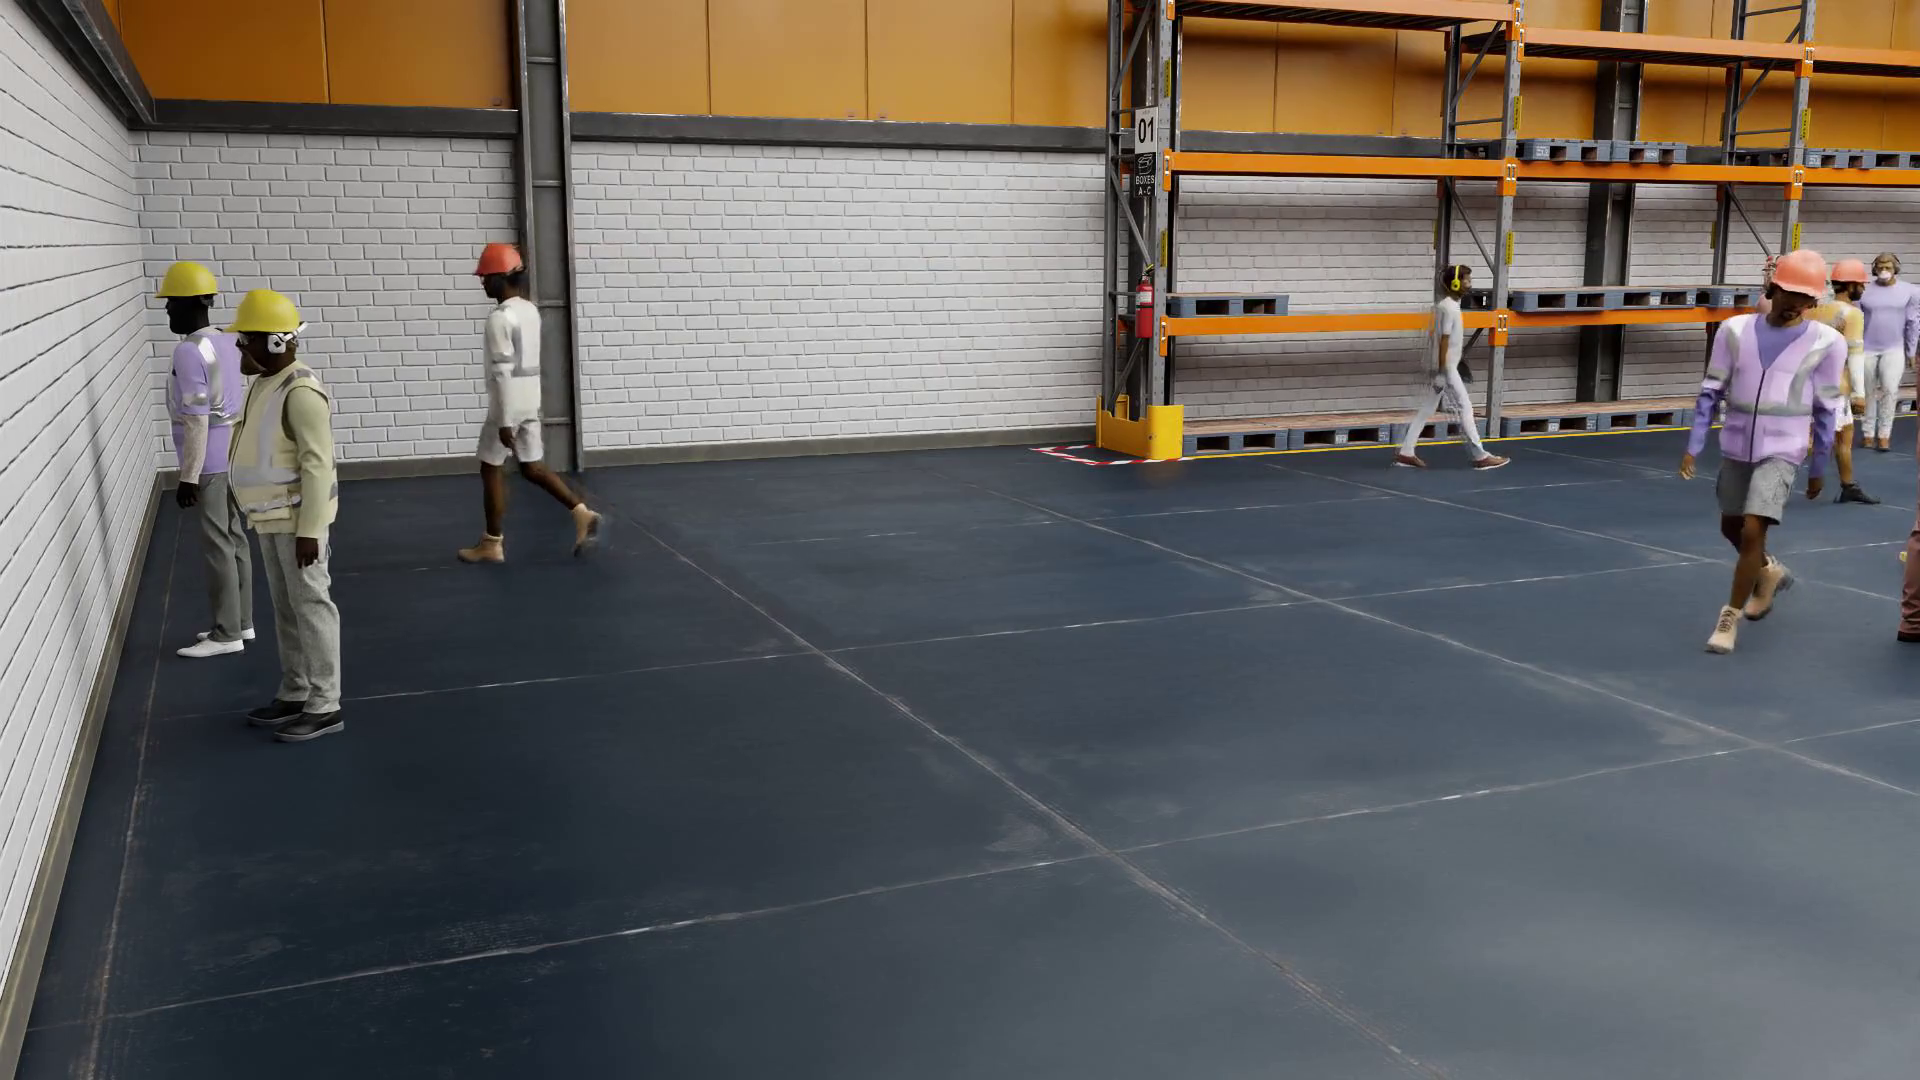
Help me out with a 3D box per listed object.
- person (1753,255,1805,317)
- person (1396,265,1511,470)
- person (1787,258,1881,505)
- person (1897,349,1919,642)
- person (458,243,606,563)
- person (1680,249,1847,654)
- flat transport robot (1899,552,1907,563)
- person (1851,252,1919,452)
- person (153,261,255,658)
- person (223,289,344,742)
[{"bbox_3d":[7.302,-1.606,14.984,0.651,1.906,0.403,-8,13,-39],"label":"person"},{"bbox_3d":[4.392,-1.526,14.794,0.980,1.820,0.513,1,10,8],"label":"person"},{"bbox_3d":[6.625,-1.192,12.708,0.940,1.910,0.555,0,10,2],"label":"person"},{"bbox_3d":[4.923,-0.380,8.158,0.403,1.904,0.652,2,10,10],"label":"person"},{"bbox_3d":[-2.721,-0.833,10.373,0.905,2.020,0.615,2,10,12],"label":"person"},{"bbox_3d":[4.056,-0.456,8.346,0.912,1.990,0.686,-10,14,-44],"label":"person"},{"bbox_3d":[6.466,0.128,9.878,1.431,0.197,0.652,3,11,16],"label":"flat transport robot"},{"bbox_3d":[8.863,-1.803,16.056,0.660,1.904,0.868,6,12,29],"label":"person"},{"bbox_3d":[-3.694,-0.389,8.144,0.367,1.927,0.587,-1,10,-7],"label":"person"},{"bbox_3d":[-2.752,-0.099,6.787,0.404,1.834,0.591,-8,13,-39],"label":"person"}]
